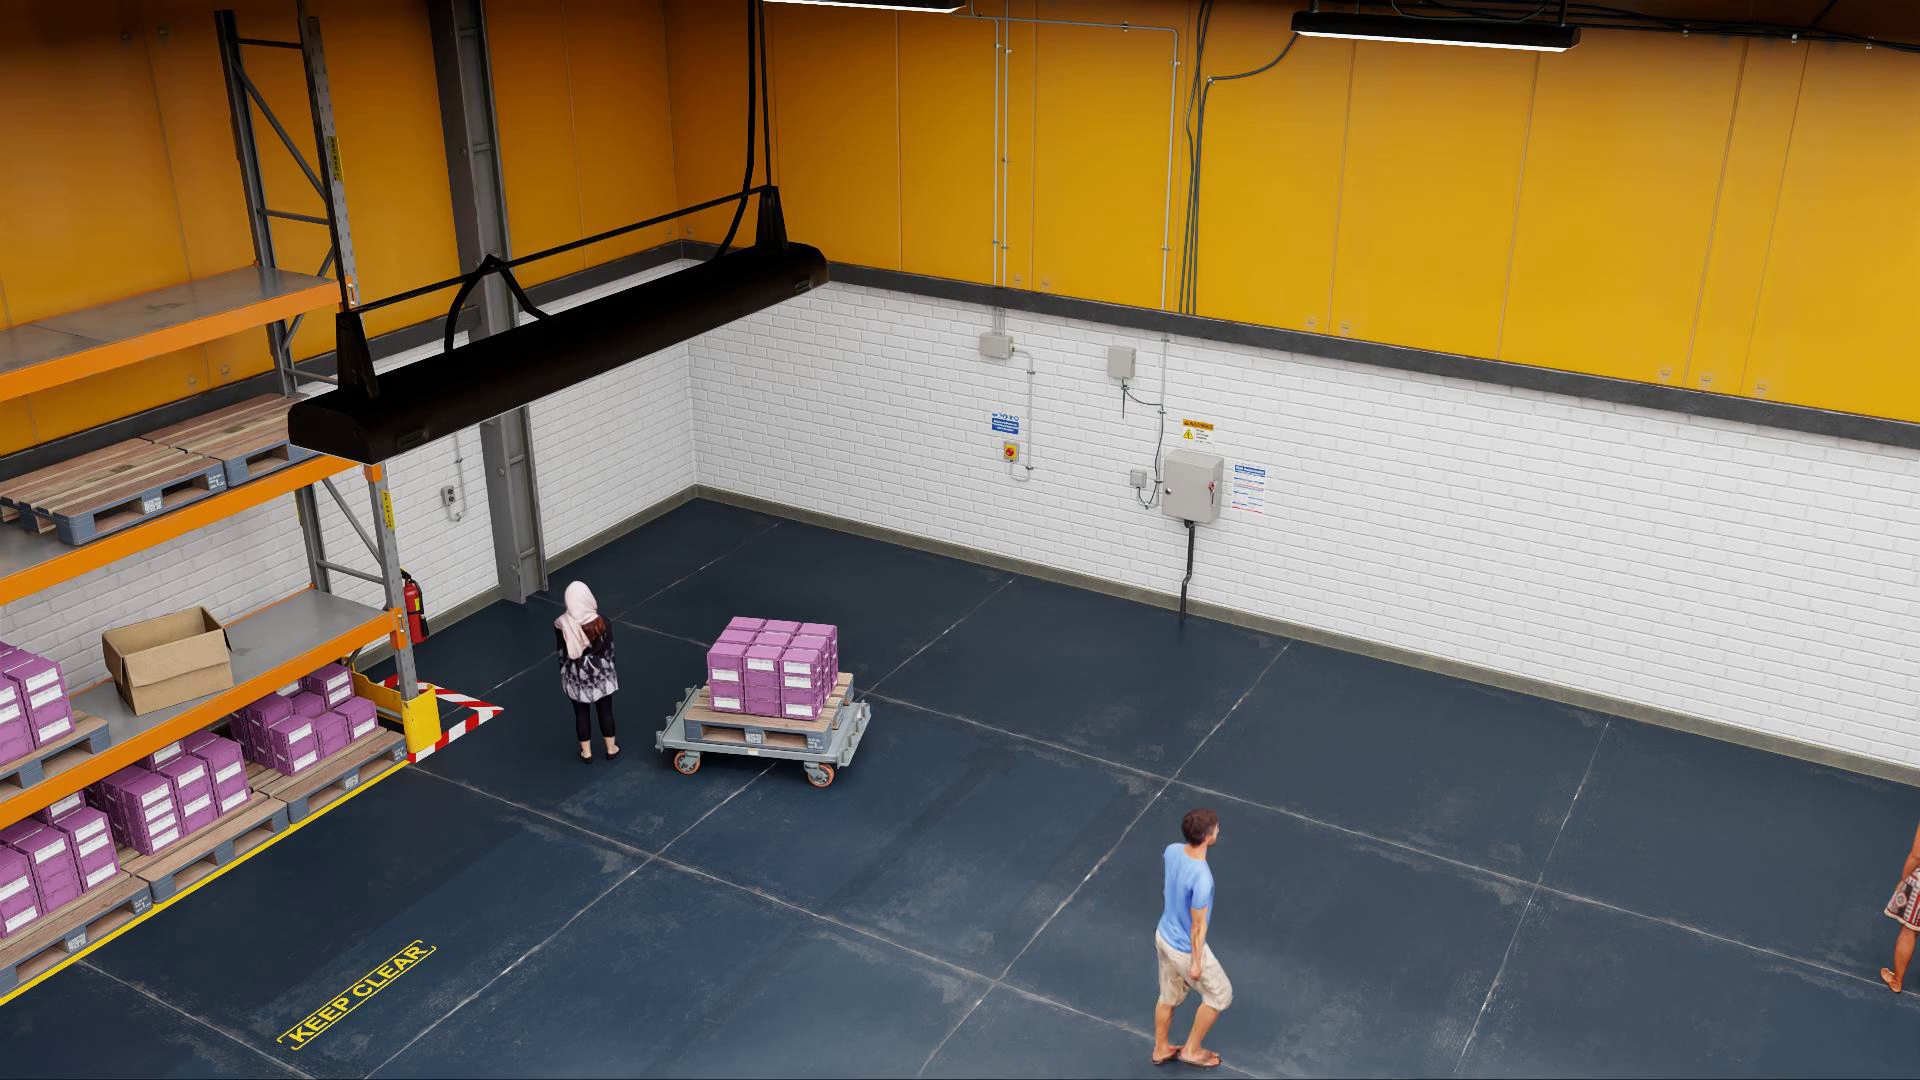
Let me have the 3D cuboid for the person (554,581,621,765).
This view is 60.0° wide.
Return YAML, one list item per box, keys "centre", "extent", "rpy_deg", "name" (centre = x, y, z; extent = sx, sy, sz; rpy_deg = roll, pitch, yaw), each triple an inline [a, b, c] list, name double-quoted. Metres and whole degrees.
- centre: [-3.077, 1.097, 13.764]
  extent: [0.747, 1.636, 0.799]
  rpy_deg: [-5, 24, -10]
  name: "person"

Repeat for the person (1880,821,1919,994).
- centre: [6.468, 2.286, 11.033]
  extent: [0.715, 1.645, 0.658]
  rpy_deg: [4, 24, 9]
  name: "person"

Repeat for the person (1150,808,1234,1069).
- centre: [1.309, 2.506, 10.276]
  extent: [0.870, 1.848, 0.814]
  rpy_deg: [-9, 25, -20]
  name: "person"
